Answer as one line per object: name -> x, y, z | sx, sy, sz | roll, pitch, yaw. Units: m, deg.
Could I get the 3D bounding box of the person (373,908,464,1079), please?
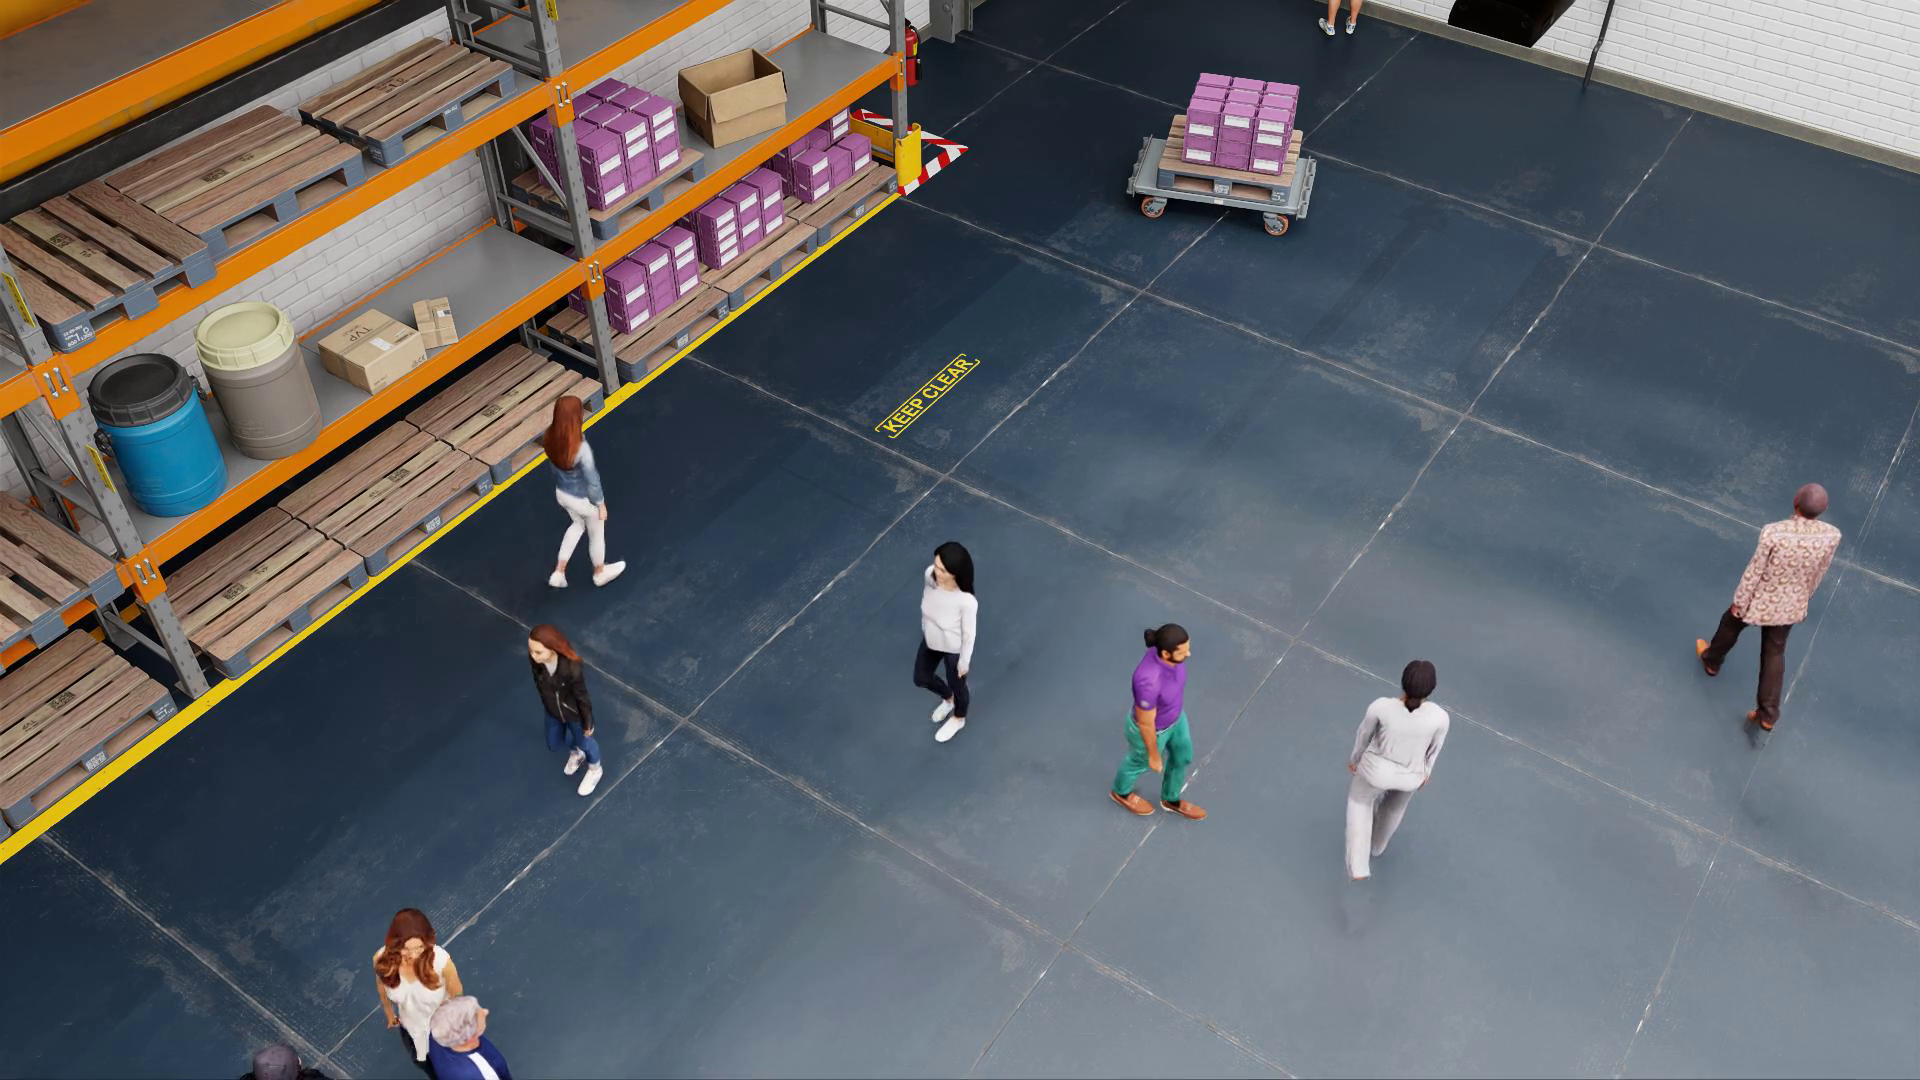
person -> -2.711, 2.433, 8.490 | 0.798, 1.772, 0.732 | 13, 45, 13

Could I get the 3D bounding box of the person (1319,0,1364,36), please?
person -> 4.133, -6.248, 17.542 | 0.758, 1.855, 0.803 | -5, 44, -5

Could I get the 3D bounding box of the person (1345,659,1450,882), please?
person -> 2.500, 1.381, 9.634 | 0.824, 1.718, 1.000 | 10, 45, 10

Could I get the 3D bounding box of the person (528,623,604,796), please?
person -> -2.375, 0.972, 10.241 | 0.628, 1.472, 0.622 | 15, 46, 15

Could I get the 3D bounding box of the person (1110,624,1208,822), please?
person -> 1.080, 1.065, 9.946 | 0.752, 1.744, 0.790 | 23, 48, 22

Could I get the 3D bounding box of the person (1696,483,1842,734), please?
person -> 5.181, 0.450, 10.559 | 1.104, 1.789, 1.271 | 3, 44, 3

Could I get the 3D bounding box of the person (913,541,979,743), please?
person -> -0.008, 0.603, 10.468 | 0.646, 1.695, 0.685 | -34, 53, -30

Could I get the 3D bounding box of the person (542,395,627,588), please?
person -> -2.671, -0.256, 11.375 | 0.649, 1.685, 0.827 | 29, 51, 27

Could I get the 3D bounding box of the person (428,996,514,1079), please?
person -> -2.292, 2.772, 8.090 | 0.646, 1.833, 0.558 | 29, 51, 27

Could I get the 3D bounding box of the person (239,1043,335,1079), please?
person -> -3.123, 3.026, 7.957 | 0.879, 1.648, 1.064 | 9, 44, 10
